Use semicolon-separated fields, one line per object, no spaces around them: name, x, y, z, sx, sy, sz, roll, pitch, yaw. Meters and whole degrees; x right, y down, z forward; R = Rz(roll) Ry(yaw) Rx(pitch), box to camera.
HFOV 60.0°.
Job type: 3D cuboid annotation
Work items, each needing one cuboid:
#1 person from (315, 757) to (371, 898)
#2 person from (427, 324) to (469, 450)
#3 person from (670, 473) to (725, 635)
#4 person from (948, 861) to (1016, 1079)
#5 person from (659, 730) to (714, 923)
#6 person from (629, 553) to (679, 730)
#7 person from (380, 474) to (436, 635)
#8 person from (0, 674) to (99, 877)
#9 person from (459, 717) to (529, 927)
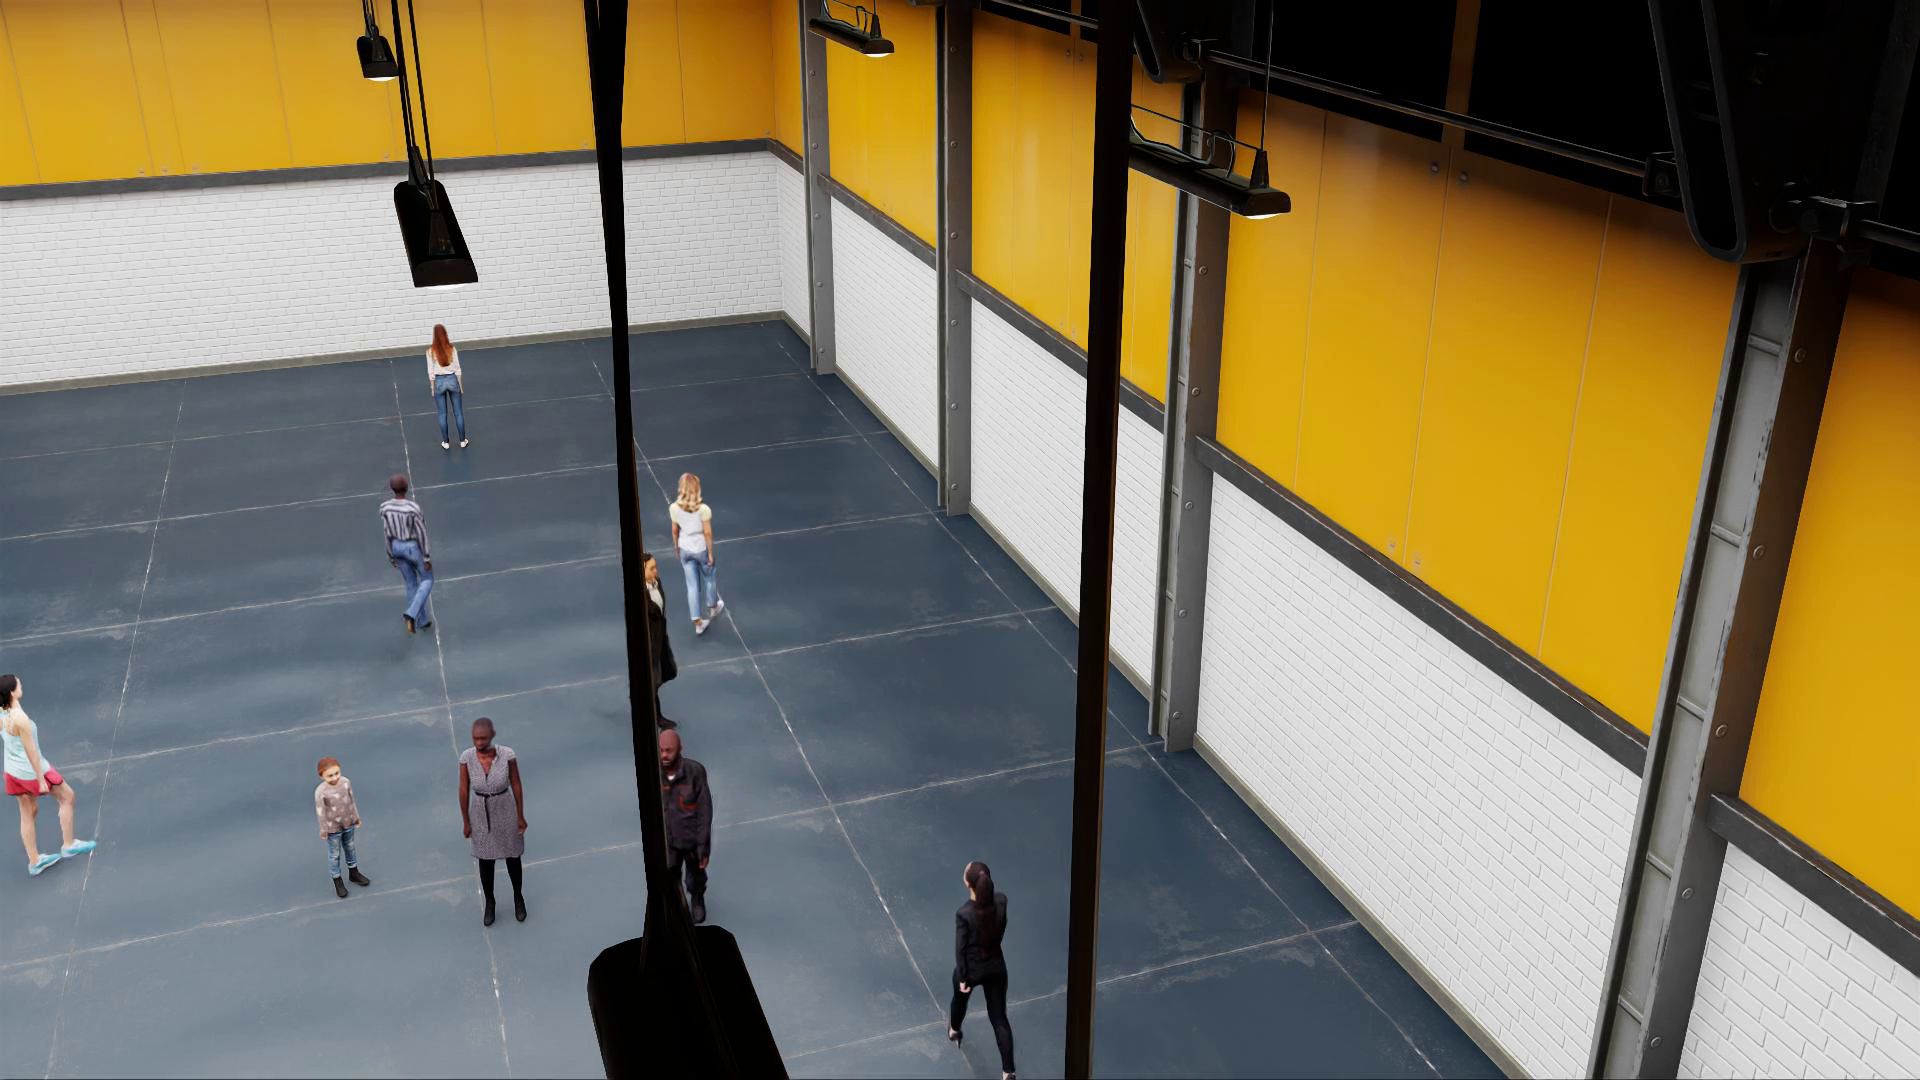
person;-4.934;2.241;13.214;0.576;1.193;0.553;19;30;37
person;-6.922;-2.079;22.428;0.579;1.729;0.509;-7;25;-16
person;-2.794;0.178;17.314;0.915;1.690;1.032;6;24;12
person;0.197;2.922;11.060;0.630;1.672;1.074;-11;26;-23
person;-2.082;2.190;12.576;0.921;1.798;1.263;-1;24;-3
person;-2.954;0.928;15.468;0.943;1.794;0.870;6;24;14
person;-5.702;0.204;17.143;0.850;1.780;0.942;4;24;9
person;-7.517;1.905;13.286;0.845;1.753;0.897;12;27;26
person;-3.551;2.138;12.709;0.656;1.788;0.572;-5;24;-11
